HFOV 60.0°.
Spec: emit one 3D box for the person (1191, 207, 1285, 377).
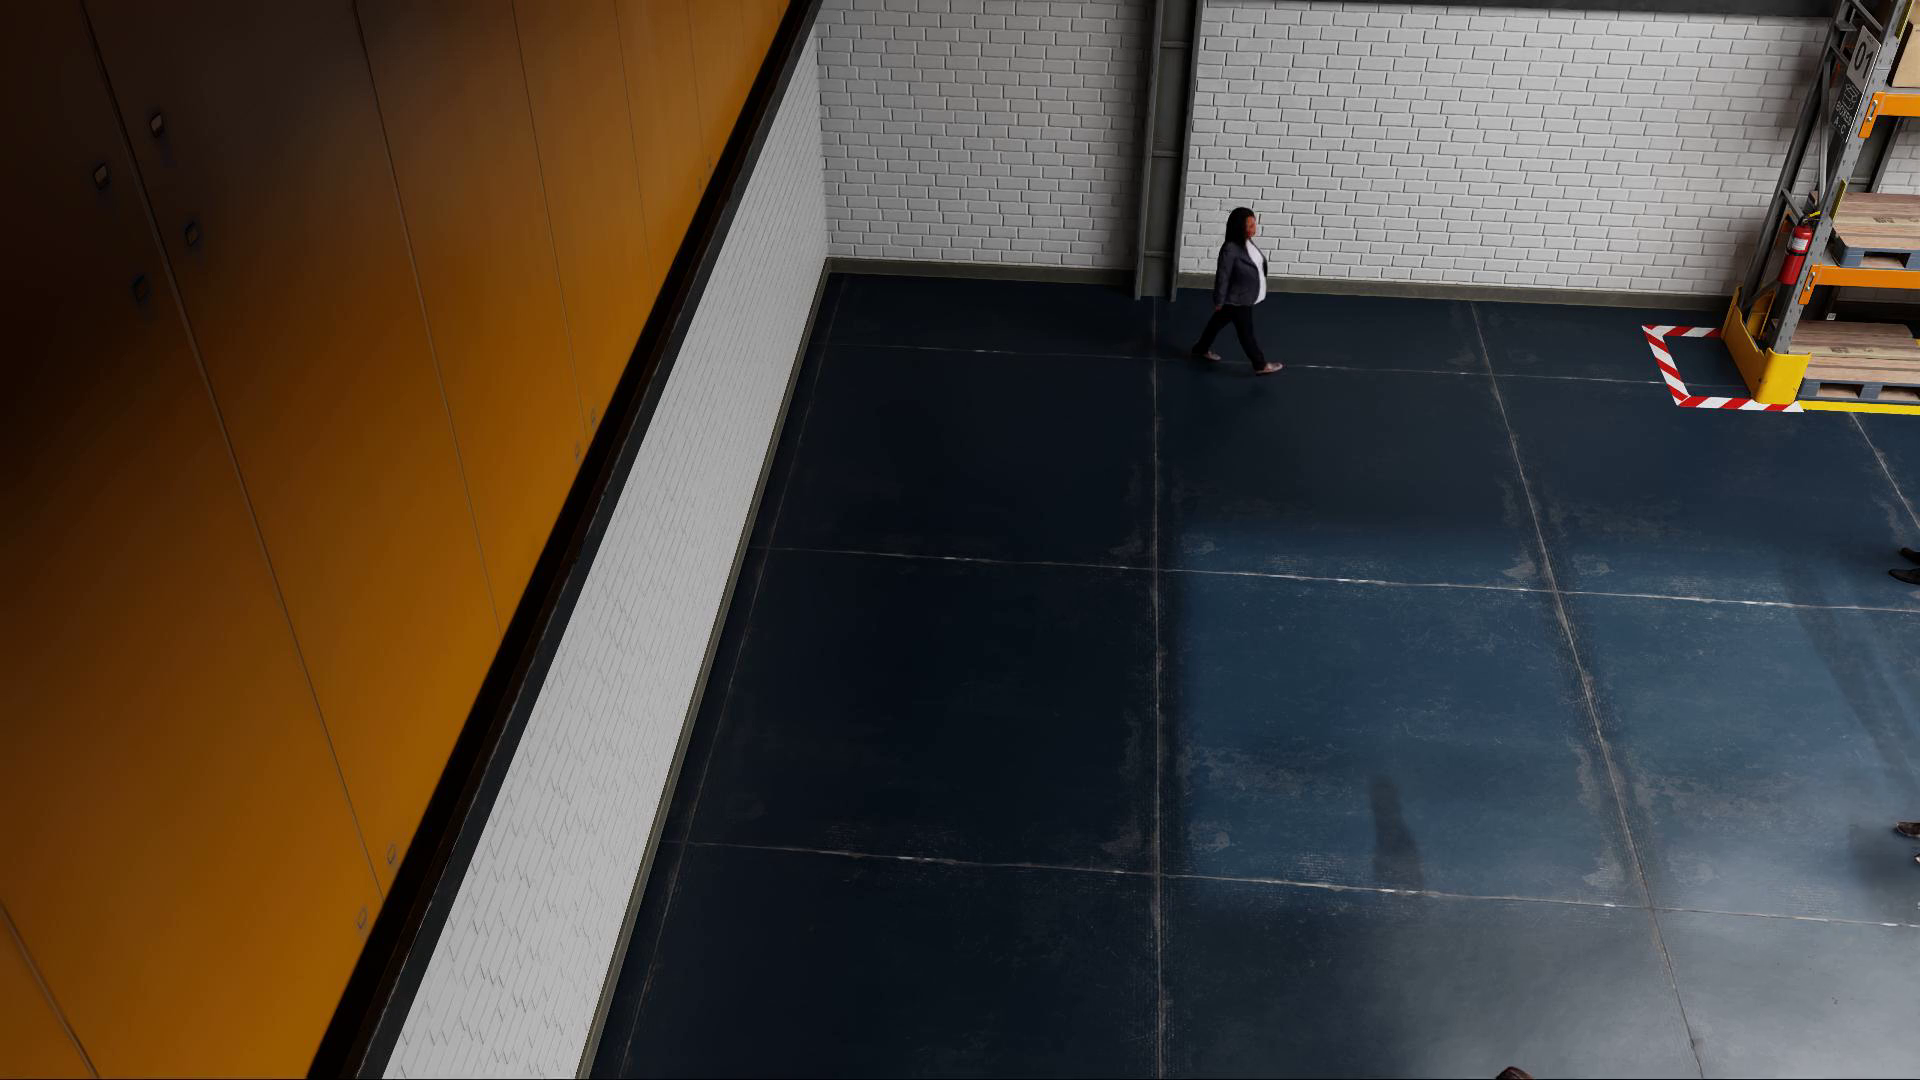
[{"bbox_3d":[2.328,-2.156,14.451,1.136,1.549,0.830,12,40,14],"label":"person"}]
